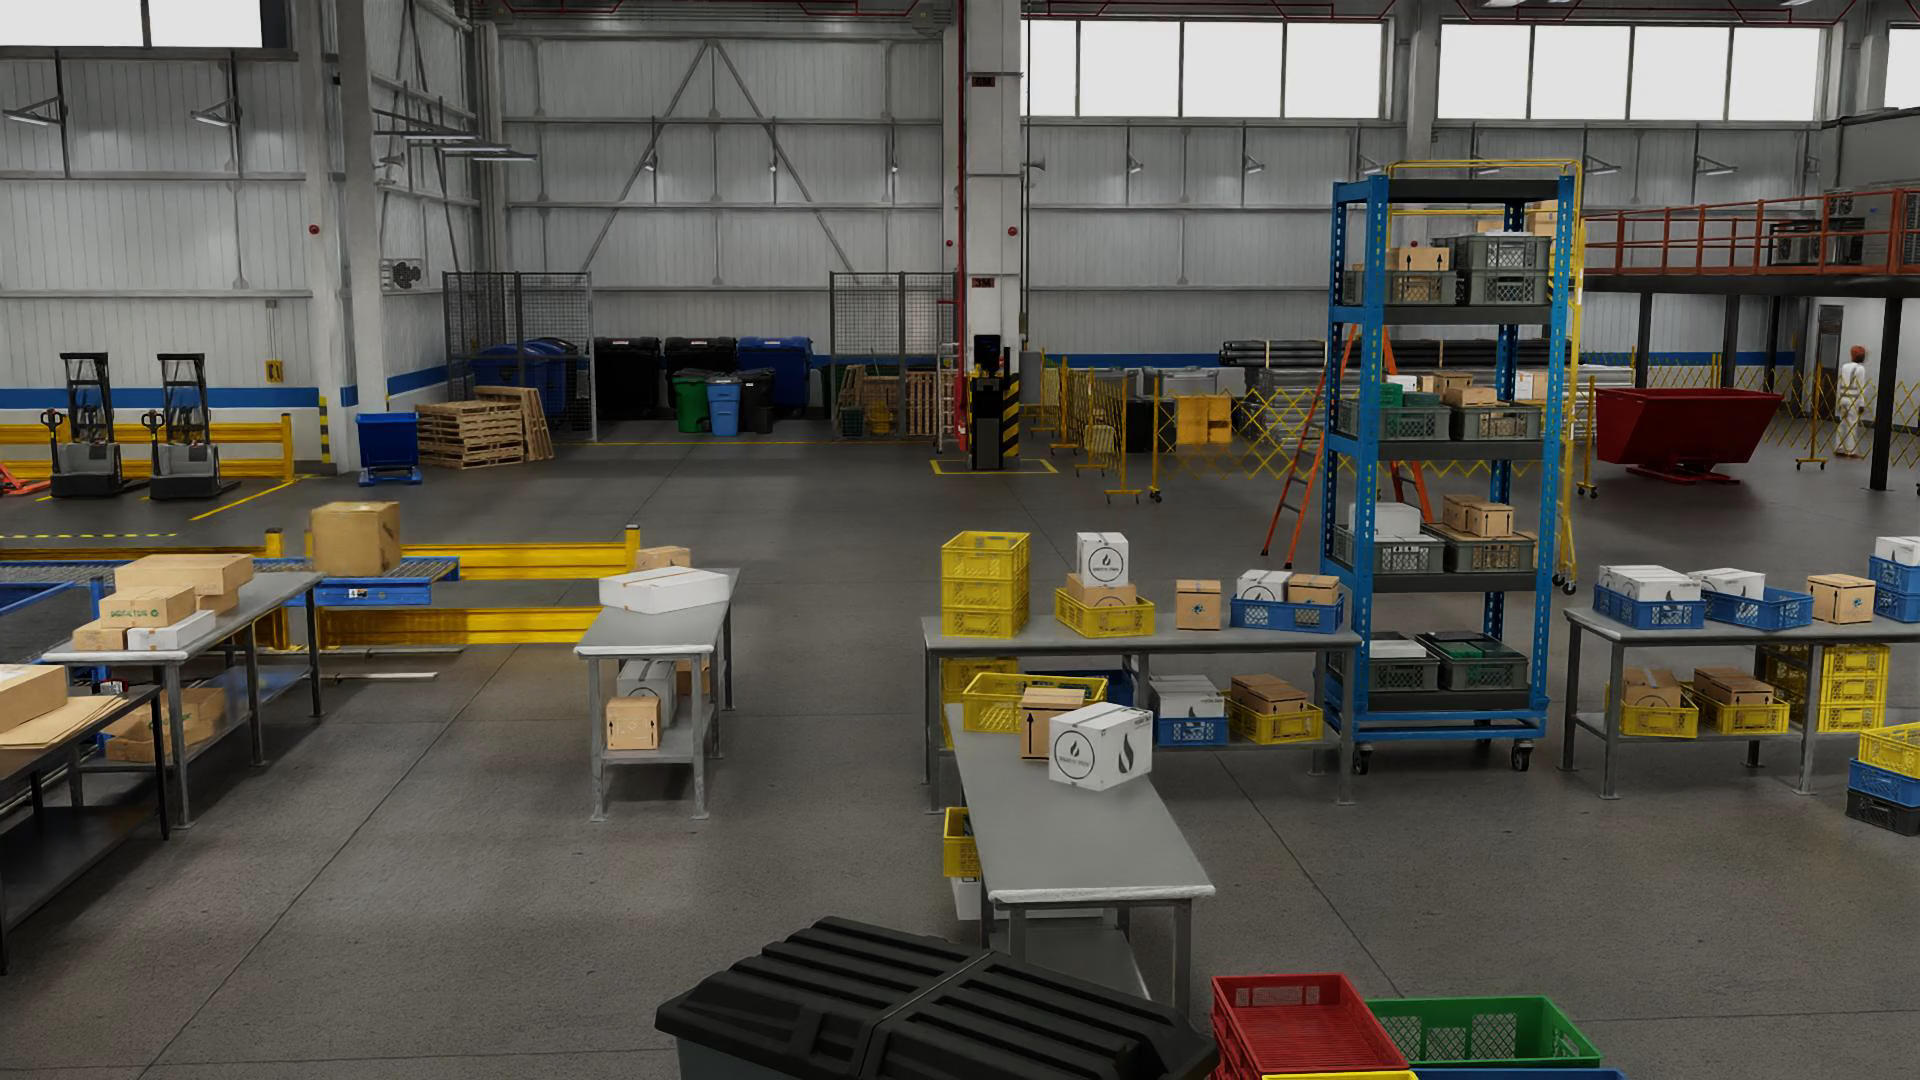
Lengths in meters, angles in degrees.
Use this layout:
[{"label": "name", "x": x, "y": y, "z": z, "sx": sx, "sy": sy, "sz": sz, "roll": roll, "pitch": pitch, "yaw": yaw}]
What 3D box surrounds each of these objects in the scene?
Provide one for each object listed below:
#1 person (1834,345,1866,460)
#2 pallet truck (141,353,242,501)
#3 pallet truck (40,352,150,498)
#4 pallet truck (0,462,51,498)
[{"label": "person", "x": 14.682, "y": -2.258, "z": 27.387, "sx": 0.337, "sy": 1.882, "sz": 0.583, "roll": -1, "pitch": 9, "yaw": -5}, {"label": "pallet truck", "x": -10.520, "y": -1.604, "z": 22.925, "sx": 0.823, "sy": 1.965, "sz": 1.885, "roll": -1, "pitch": 9, "yaw": -6}, {"label": "pallet truck", "x": -11.907, "y": -1.642, "z": 23.165, "sx": 0.823, "sy": 1.965, "sz": 1.885, "roll": 0, "pitch": 9, "yaw": 0}, {"label": "pallet truck", "x": -13.193, "y": -1.293, "z": 23.148, "sx": 0.653, "sy": 1.274, "sz": 1.630, "roll": -1, "pitch": 9, "yaw": -4}]
